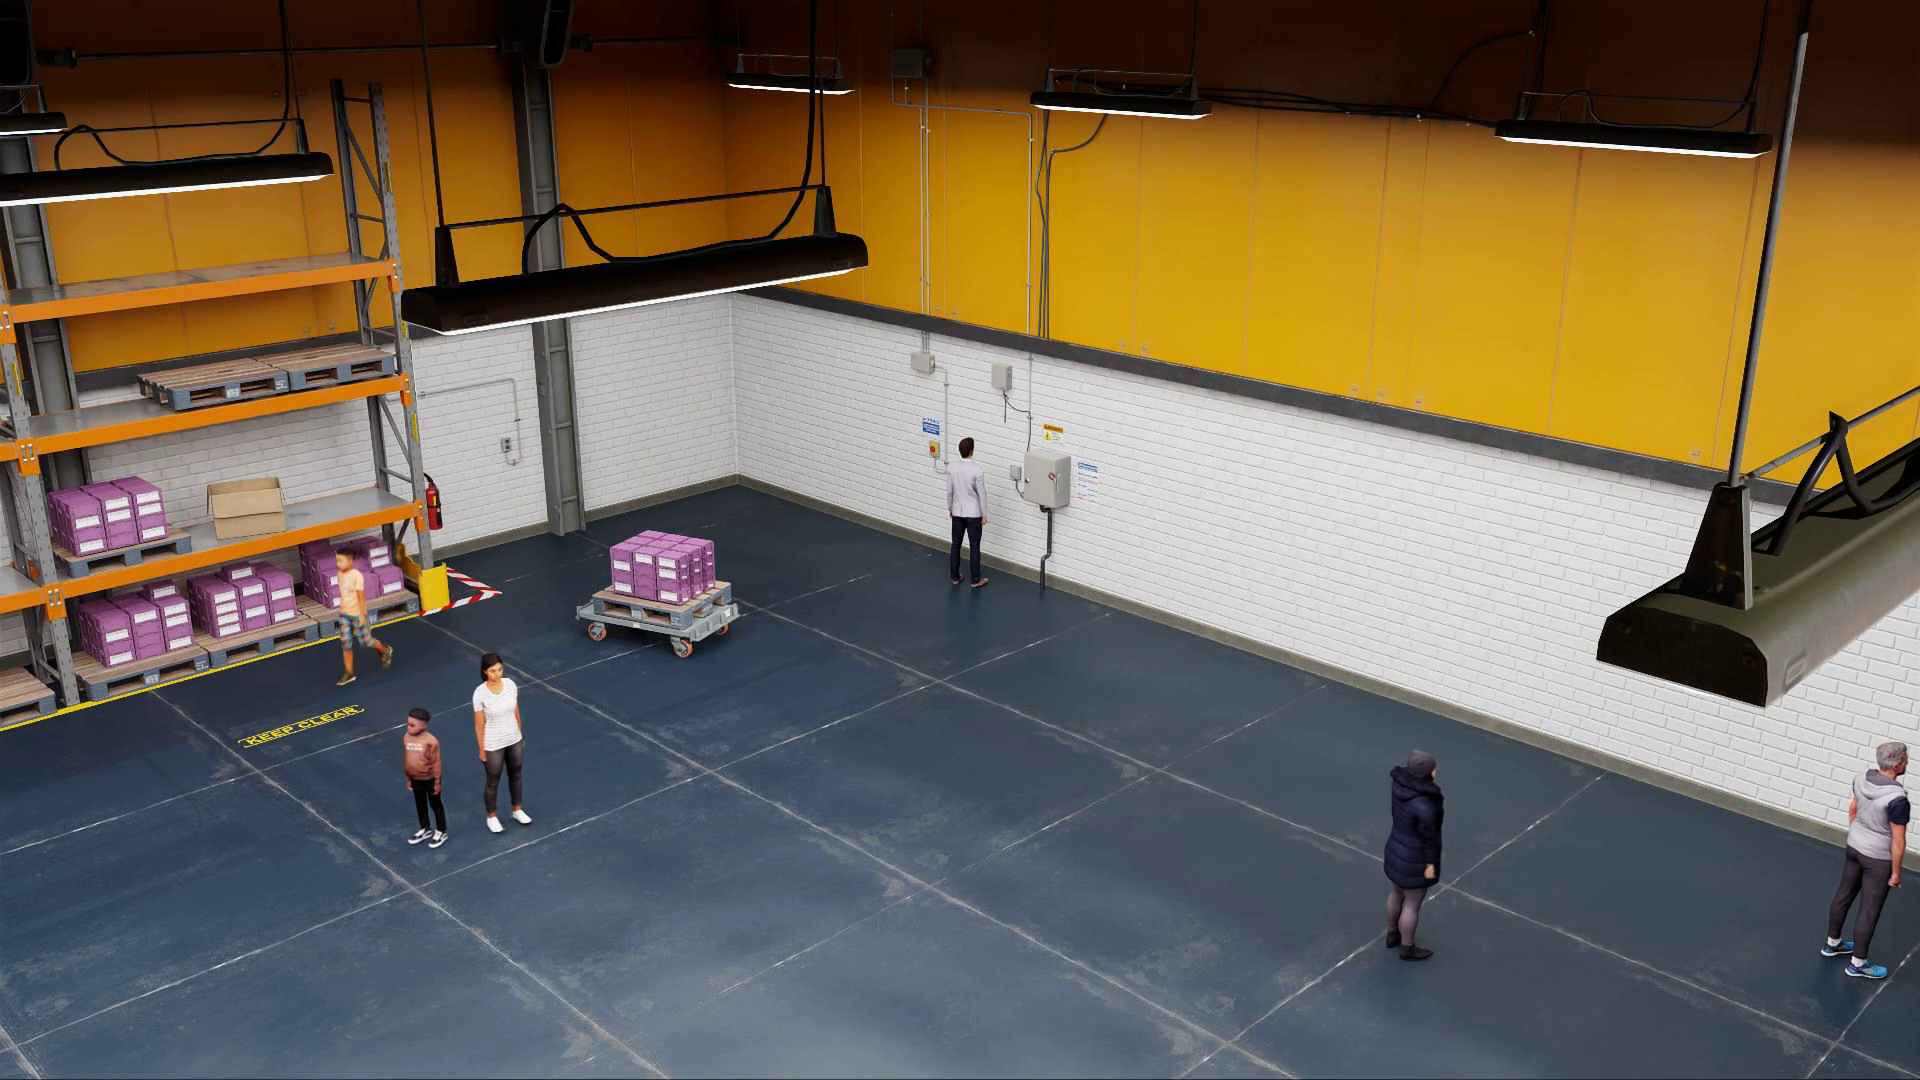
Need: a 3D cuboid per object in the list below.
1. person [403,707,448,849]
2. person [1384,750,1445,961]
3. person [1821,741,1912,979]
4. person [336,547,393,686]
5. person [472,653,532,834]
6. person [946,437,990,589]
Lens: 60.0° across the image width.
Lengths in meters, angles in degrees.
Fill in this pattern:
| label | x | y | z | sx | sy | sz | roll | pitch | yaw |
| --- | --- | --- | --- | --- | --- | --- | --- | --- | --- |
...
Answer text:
| label | x | y | z | sx | sy | sz | roll | pitch | yaw |
| --- | --- | --- | --- | --- | --- | --- | --- | --- | --- |
| person | -4.545 | 1.998 | 14.133 | 0.585 | 1.253 | 0.584 | 7 | 20 | 19 |
| person | 3.381 | 2.343 | 12.452 | 0.808 | 1.673 | 0.784 | -5 | 19 | -16 |
| person | 6.714 | 2.322 | 12.275 | 0.788 | 1.826 | 0.772 | -3 | 19 | -8 |
| person | -6.323 | 0.766 | 17.488 | 0.764 | 1.447 | 0.983 | 7 | 20 | 21 |
| person | -3.967 | 1.731 | 14.324 | 0.607 | 1.638 | 0.442 | 18 | 25 | 42 |
| person | 0.078 | -0.343 | 20.147 | 0.742 | 1.852 | 0.693 | 9 | 21 | 25 |
